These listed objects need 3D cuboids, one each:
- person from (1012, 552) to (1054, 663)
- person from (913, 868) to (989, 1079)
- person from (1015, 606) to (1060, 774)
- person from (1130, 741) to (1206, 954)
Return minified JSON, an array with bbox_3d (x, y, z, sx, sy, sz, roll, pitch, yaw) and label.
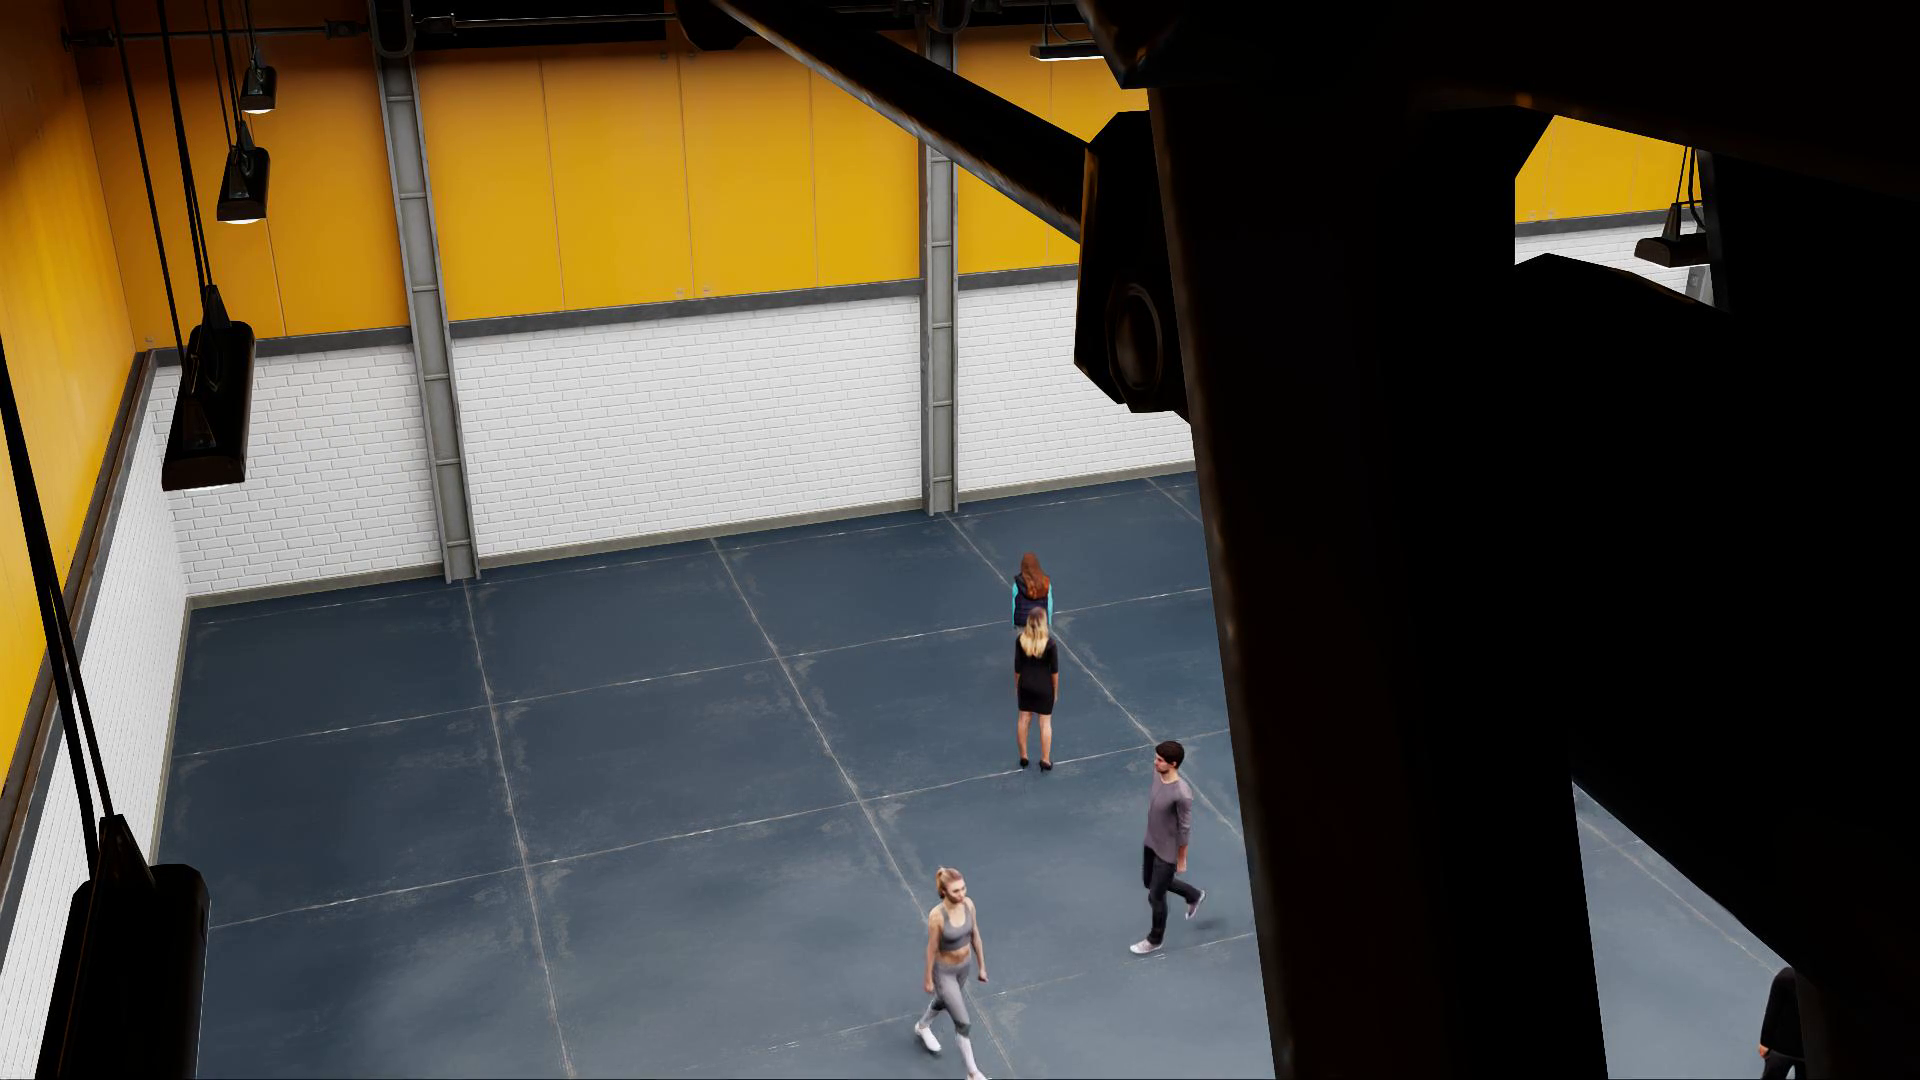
[{"bbox_3d":[0.733,0.827,16.922,0.609,1.500,0.708,0,24,0],"label":"person"},{"bbox_3d":[-0.110,3.015,11.716,1.129,1.661,0.943,-20,31,-38],"label":"person"},{"bbox_3d":[0.698,1.385,15.430,0.595,1.675,0.681,8,25,17],"label":"person"},{"bbox_3d":[1.676,2.368,12.979,0.927,1.835,0.679,-9,25,-20],"label":"person"}]
